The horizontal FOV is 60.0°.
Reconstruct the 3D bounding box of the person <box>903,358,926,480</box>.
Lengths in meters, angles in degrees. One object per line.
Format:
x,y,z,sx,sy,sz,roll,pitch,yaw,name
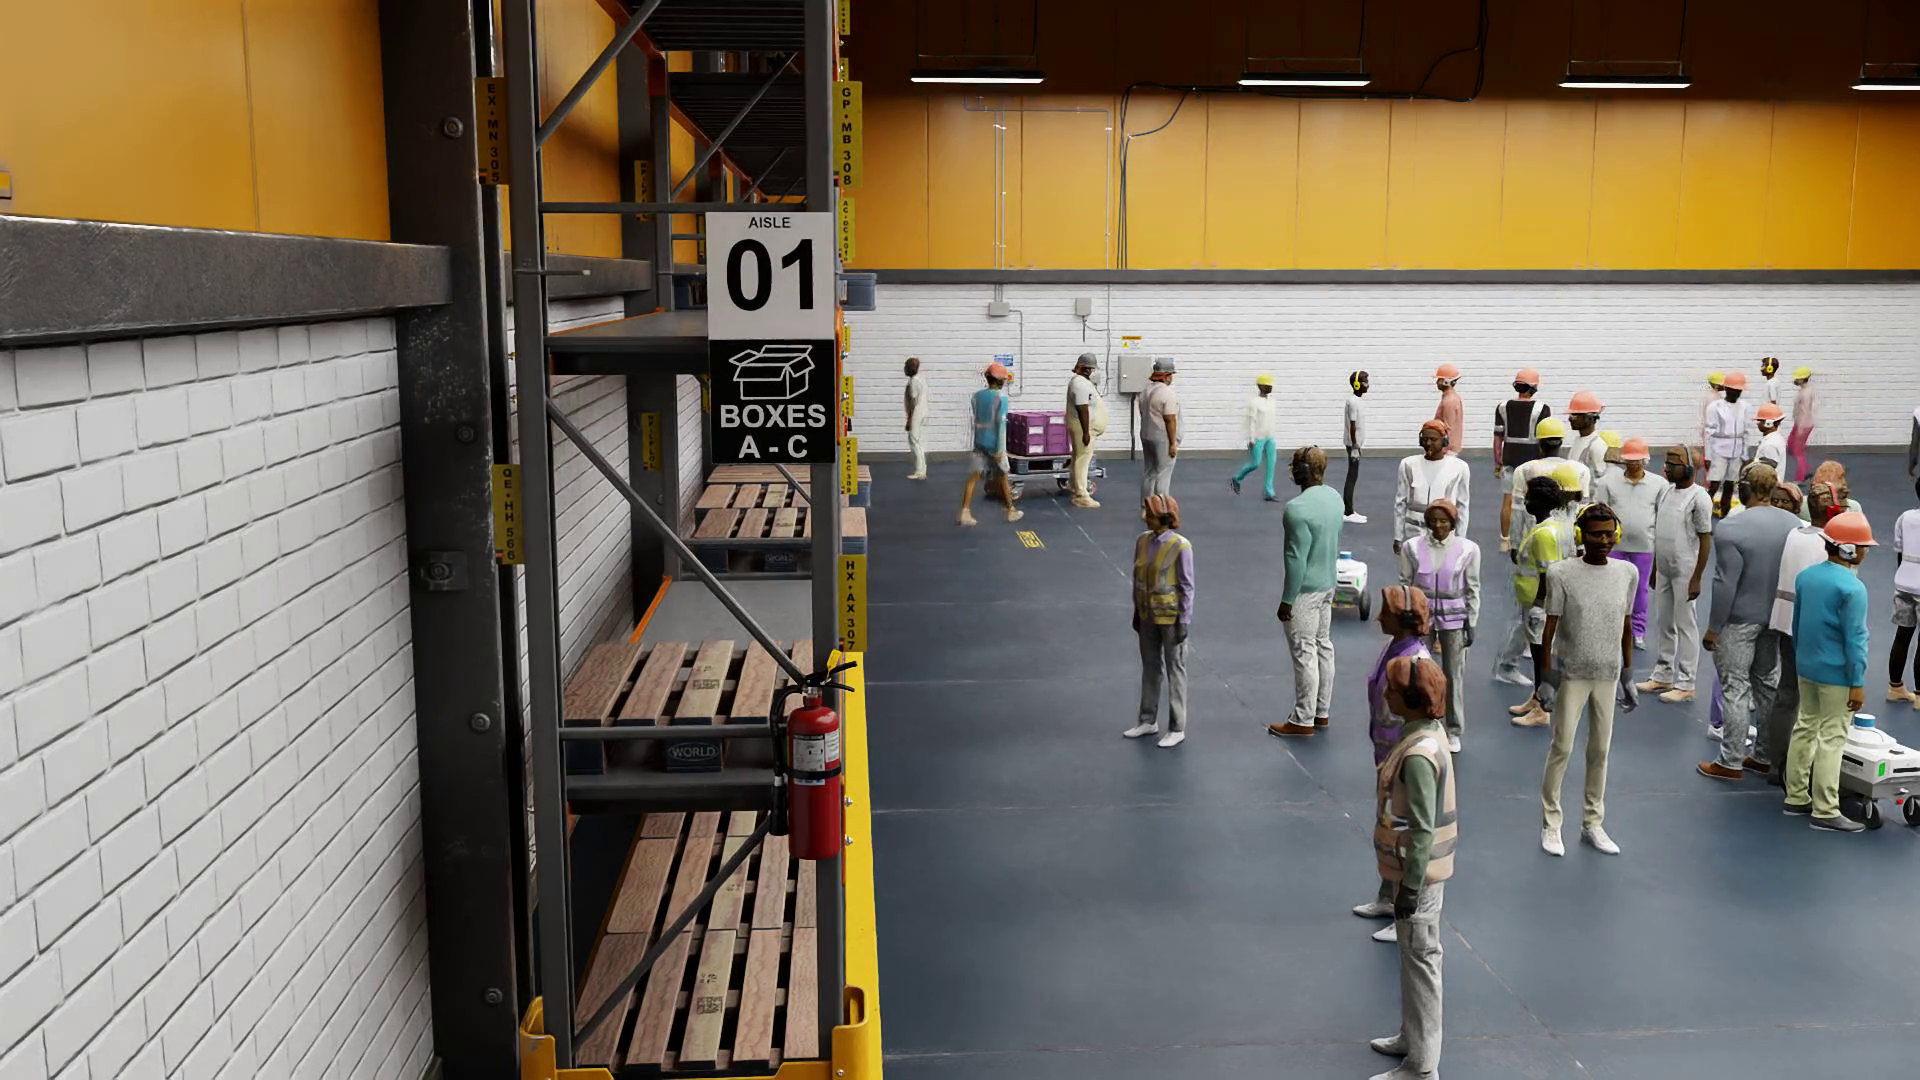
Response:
-0.664,-1.800,24.759,0.317,1.815,0.682,1,9,8,person

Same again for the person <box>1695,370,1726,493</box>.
10.392,-1.499,23.093,0.528,1.735,0.531,6,11,35,person

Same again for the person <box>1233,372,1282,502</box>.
4.033,-1.399,22.412,0.534,1.743,0.693,-7,12,-38,person

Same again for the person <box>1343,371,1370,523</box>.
4.879,-1.148,20.459,0.323,1.871,0.528,2,9,15,person

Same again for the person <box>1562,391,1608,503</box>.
5.342,-0.254,14.305,0.396,2.042,0.610,1,9,4,person

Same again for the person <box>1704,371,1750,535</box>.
8.950,-1.005,19.397,0.551,1.928,0.396,-2,9,-14,person

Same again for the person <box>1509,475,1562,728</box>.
3.889,0.413,11.200,0.315,1.696,0.540,3,9,17,person

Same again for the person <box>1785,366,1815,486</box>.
12.037,-1.626,23.858,0.402,1.739,0.555,3,10,20,person

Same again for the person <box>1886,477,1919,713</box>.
6.722,0.351,11.591,0.318,1.697,0.535,-1,9,-8,person

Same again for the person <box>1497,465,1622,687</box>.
4.326,0.288,12.015,0.534,1.674,0.944,-8,12,-42,person

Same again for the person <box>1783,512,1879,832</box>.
4.810,0.711,9.148,0.341,1.749,0.572,-1,9,-4,person

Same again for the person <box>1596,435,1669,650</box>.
5.429,0.021,13.487,0.572,1.747,0.344,3,10,20,person

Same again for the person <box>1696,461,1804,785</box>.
4.717,0.492,9.945,0.638,1.938,0.356,-3,10,-20,person

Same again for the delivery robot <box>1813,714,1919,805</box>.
5.084,1.226,9.378,0.477,0.478,0.707,-2,9,-11,delivery robot

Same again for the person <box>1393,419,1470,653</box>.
3.780,-0.029,13.388,0.584,1.882,0.344,4,10,26,person

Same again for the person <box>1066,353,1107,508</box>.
1.665,-1.456,21.858,0.535,2.000,0.674,-1,9,-4,person

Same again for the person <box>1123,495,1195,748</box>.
1.305,0.516,10.745,0.315,1.636,0.515,-6,11,-35,person

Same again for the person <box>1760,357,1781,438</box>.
11.564,-1.682,23.819,0.310,1.868,0.532,4,10,25,person

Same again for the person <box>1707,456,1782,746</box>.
5.116,0.387,10.806,0.309,1.874,0.534,9,13,44,person

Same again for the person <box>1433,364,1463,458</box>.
5.737,-1.081,19.650,0.377,1.995,0.608,3,10,21,person

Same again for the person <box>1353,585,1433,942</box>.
2.018,1.013,7.608,0.314,1.642,0.514,0,9,1,person

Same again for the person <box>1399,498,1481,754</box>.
3.048,0.541,10.604,0.508,1.631,0.312,4,10,23,person

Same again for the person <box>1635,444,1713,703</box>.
5.105,0.234,11.855,0.334,1.845,0.513,-2,9,-13,person

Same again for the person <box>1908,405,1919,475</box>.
11.169,-0.926,18.972,0.617,1.891,0.482,6,11,32,person

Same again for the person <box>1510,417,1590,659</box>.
4.640,-0.007,13.152,0.589,1.919,0.395,1,9,8,person

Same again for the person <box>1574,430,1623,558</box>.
5.453,-0.075,14.163,0.490,1.730,0.324,8,12,40,person

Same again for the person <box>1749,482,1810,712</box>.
5.579,0.416,11.361,0.513,1.641,0.307,7,11,38,person

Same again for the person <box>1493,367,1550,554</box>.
6.091,-0.848,18.033,0.609,2.044,0.393,7,12,39,person

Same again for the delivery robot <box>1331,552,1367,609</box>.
3.439,0.350,14.876,0.477,0.478,0.707,3,9,18,delivery robot

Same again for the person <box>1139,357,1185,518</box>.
2.514,-1.252,20.577,0.536,2.000,0.683,-4,10,-24,person

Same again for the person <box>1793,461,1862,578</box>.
6.566,0.210,12.671,0.507,1.631,0.266,7,11,36,person

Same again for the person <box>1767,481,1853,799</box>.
4.956,0.575,9.709,0.395,1.847,0.564,-1,9,-9,person

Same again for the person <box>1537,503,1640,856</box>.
3.293,0.726,8.697,0.538,1.869,0.313,-1,9,-4,person

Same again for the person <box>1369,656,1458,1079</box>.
1.692,1.236,6.215,0.311,1.638,0.523,3,9,16,person

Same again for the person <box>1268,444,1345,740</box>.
2.278,0.337,10.919,0.372,1.940,0.630,7,11,36,person

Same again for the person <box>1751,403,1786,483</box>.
8.105,-0.500,16.754,0.339,1.749,0.573,5,10,30,person

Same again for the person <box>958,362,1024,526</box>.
0.351,-1.156,20.183,0.617,1.993,1.046,7,12,39,person
